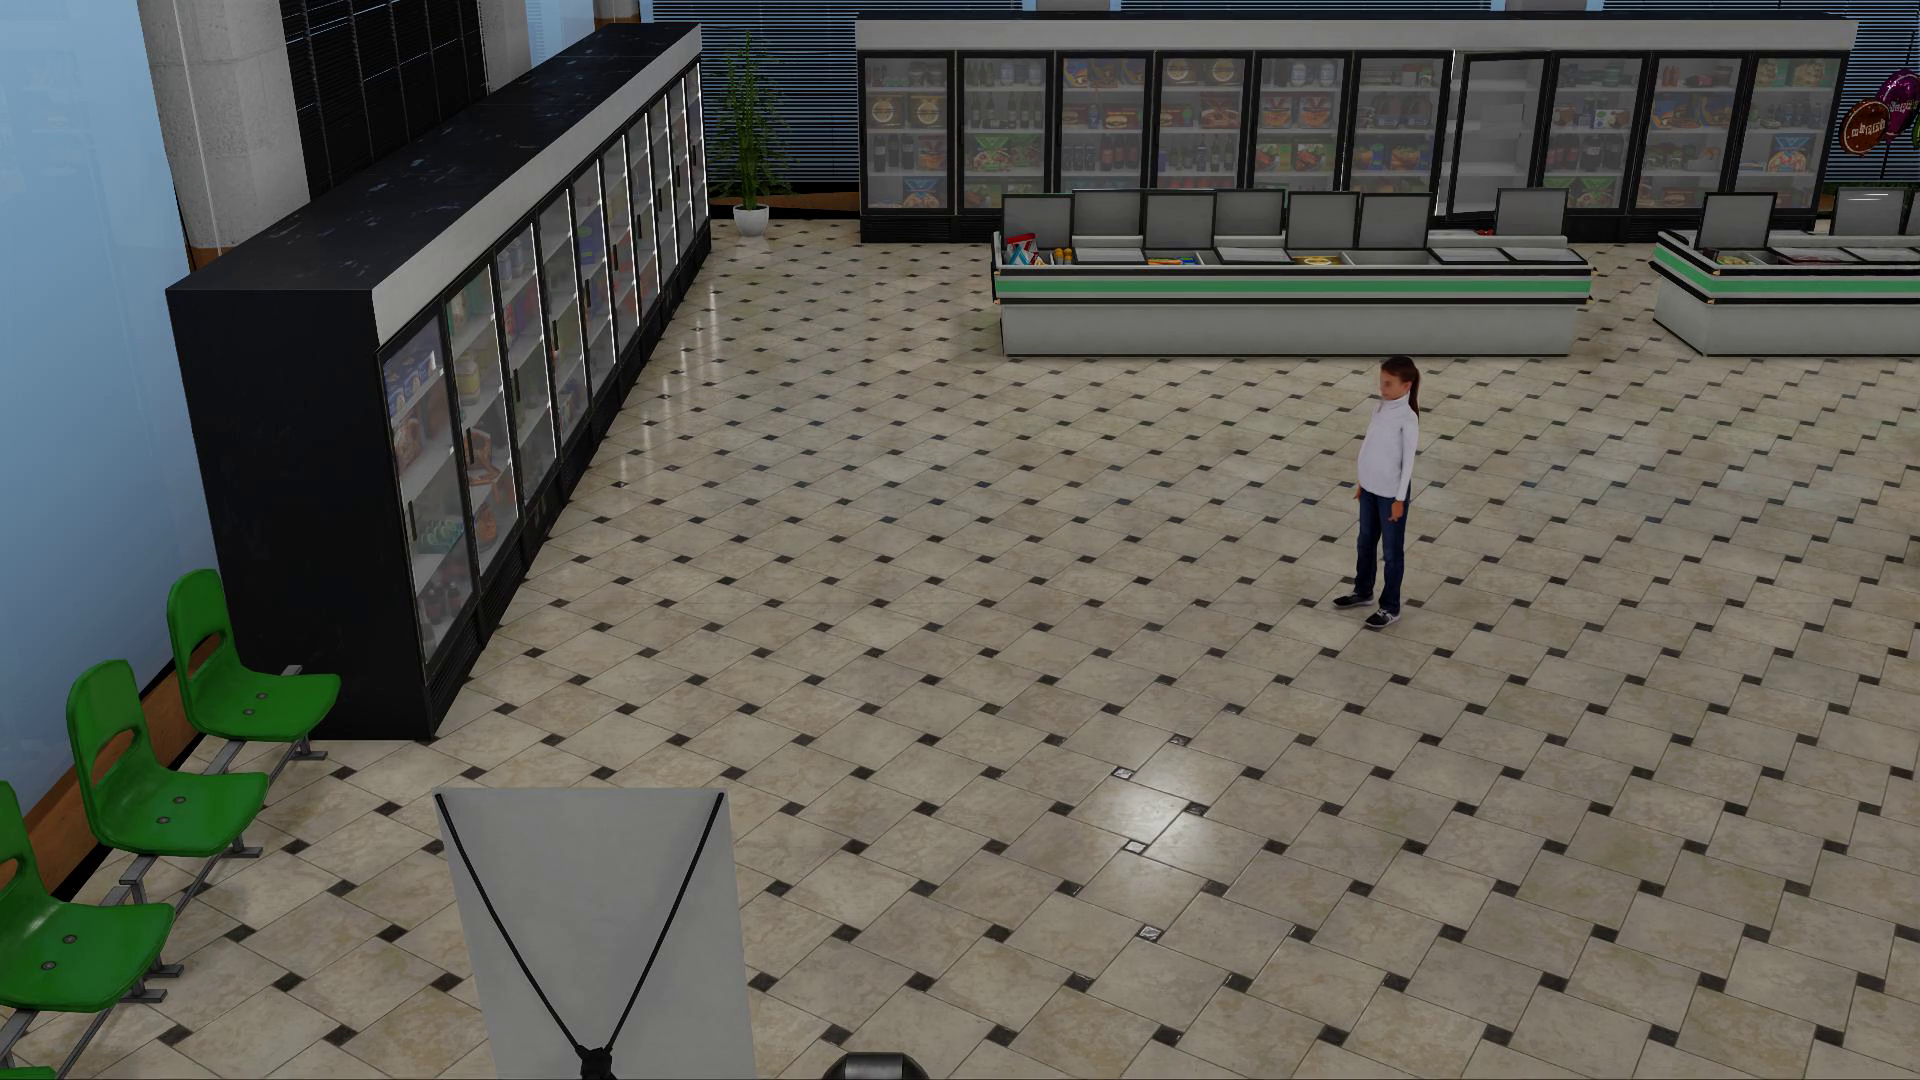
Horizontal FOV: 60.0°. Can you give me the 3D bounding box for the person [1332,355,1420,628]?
[{"bbox_3d":[2.384,-0.290,9.282,0.648,1.560,0.619,-12,26,-25],"label":"person"}]
